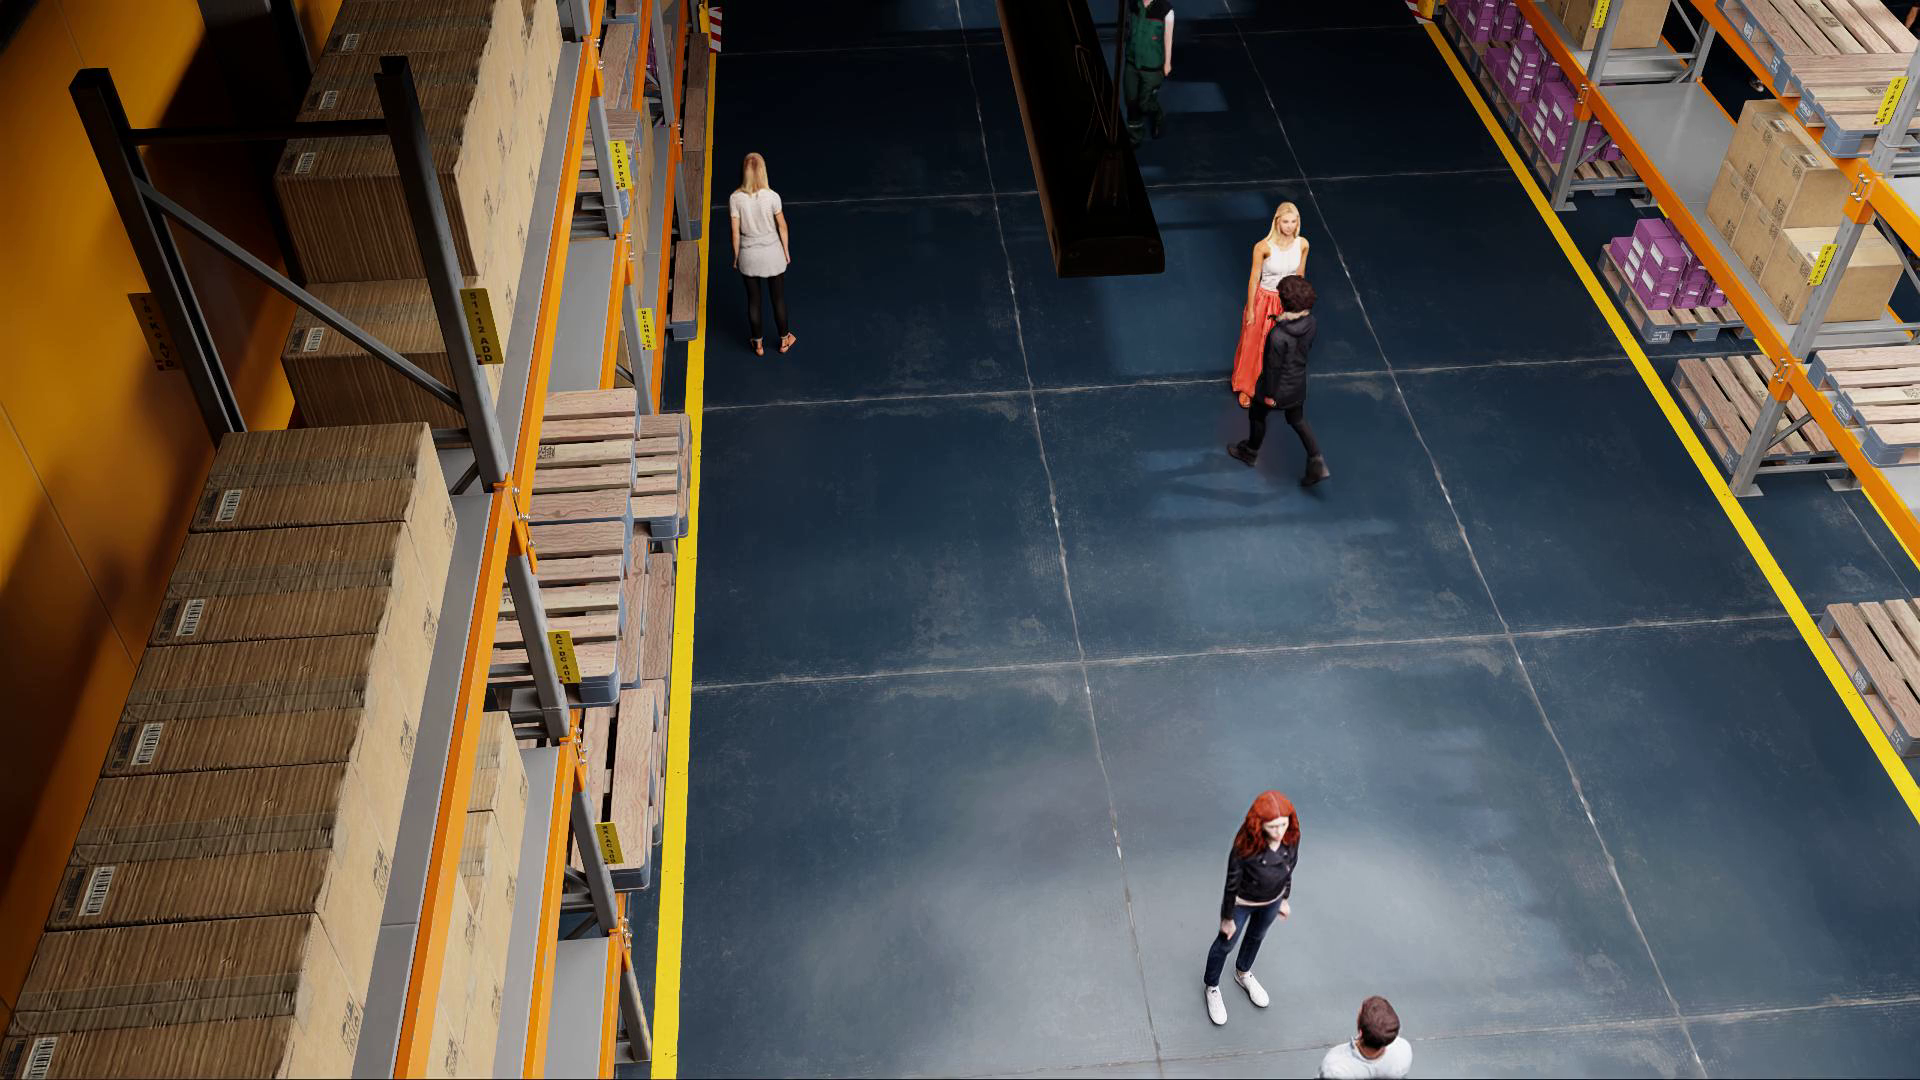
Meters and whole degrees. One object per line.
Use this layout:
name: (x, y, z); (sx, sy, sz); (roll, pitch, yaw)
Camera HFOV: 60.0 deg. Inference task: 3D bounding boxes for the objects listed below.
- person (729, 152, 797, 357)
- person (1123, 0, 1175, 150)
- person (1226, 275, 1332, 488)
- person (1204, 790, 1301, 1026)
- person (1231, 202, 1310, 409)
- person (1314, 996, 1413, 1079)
person: (-1.602, -2.281, 13.383); (0.605, 1.825, 0.508); (-3, 44, -4)
person: (1.799, -4.557, 15.769); (0.910, 1.830, 0.974); (29, 51, 27)
person: (2.446, -1.120, 12.218); (1.033, 1.750, 1.191); (-30, 51, -27)
person: (1.578, 1.955, 8.965); (0.631, 1.786, 0.623); (-14, 45, -14)
person: (2.425, -1.838, 12.935); (0.653, 1.803, 0.620); (-10, 44, -10)
person: (1.877, 2.777, 8.057); (0.704, 1.847, 0.625); (-13, 45, -14)
